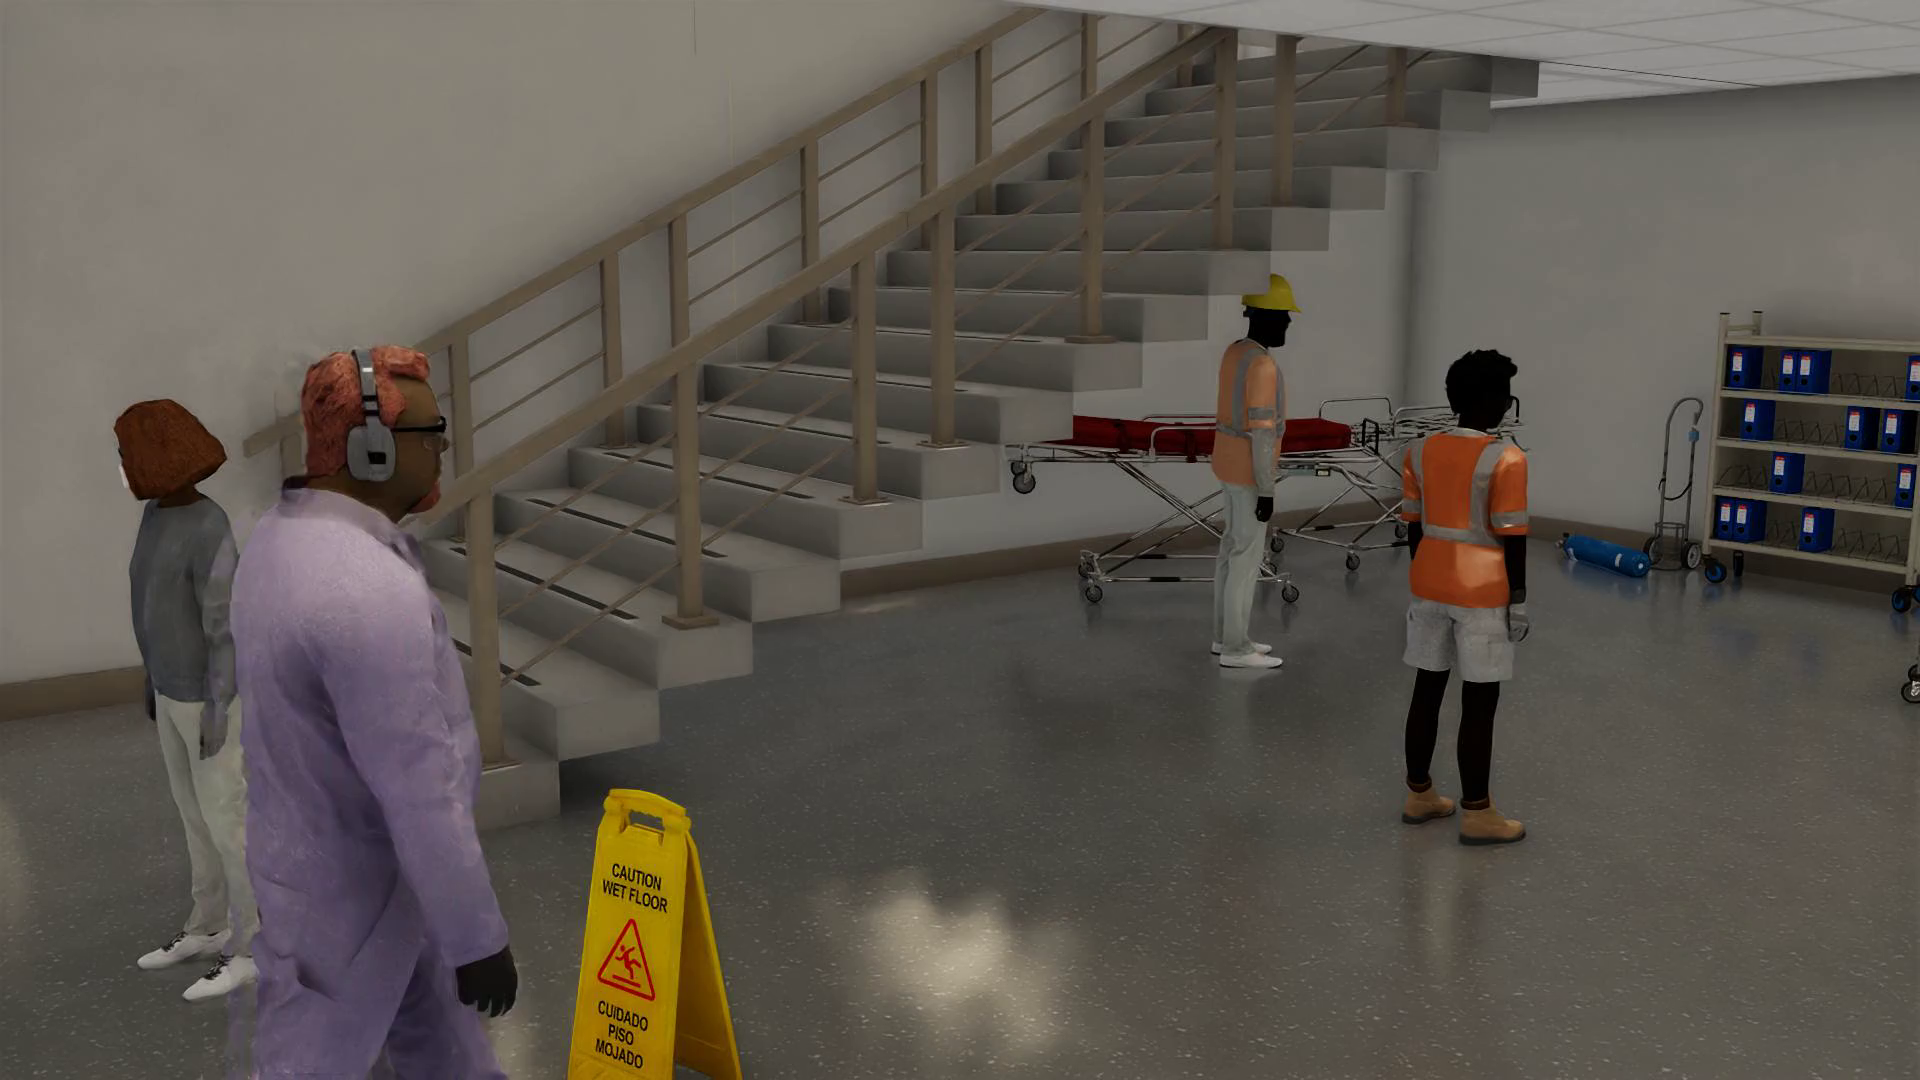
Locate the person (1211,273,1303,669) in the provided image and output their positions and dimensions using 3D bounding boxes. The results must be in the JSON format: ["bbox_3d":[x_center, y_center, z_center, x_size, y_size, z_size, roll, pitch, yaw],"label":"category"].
[{"bbox_3d":[1.439,-0.330,8.114,0.403,1.919,0.581,-1,10,-6],"label":"person"}]

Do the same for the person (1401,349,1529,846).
[{"bbox_3d":[1.741,0.194,5.725,0.321,1.694,0.529,-6,11,-29],"label":"person"}]

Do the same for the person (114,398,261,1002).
[{"bbox_3d":[-2.102,0.430,4.537,0.279,1.633,0.497,-9,14,-43],"label":"person"}]

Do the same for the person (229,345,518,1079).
[{"bbox_3d":[-0.974,0.594,2.954,0.977,1.853,0.668,-5,11,-29],"label":"person"}]
